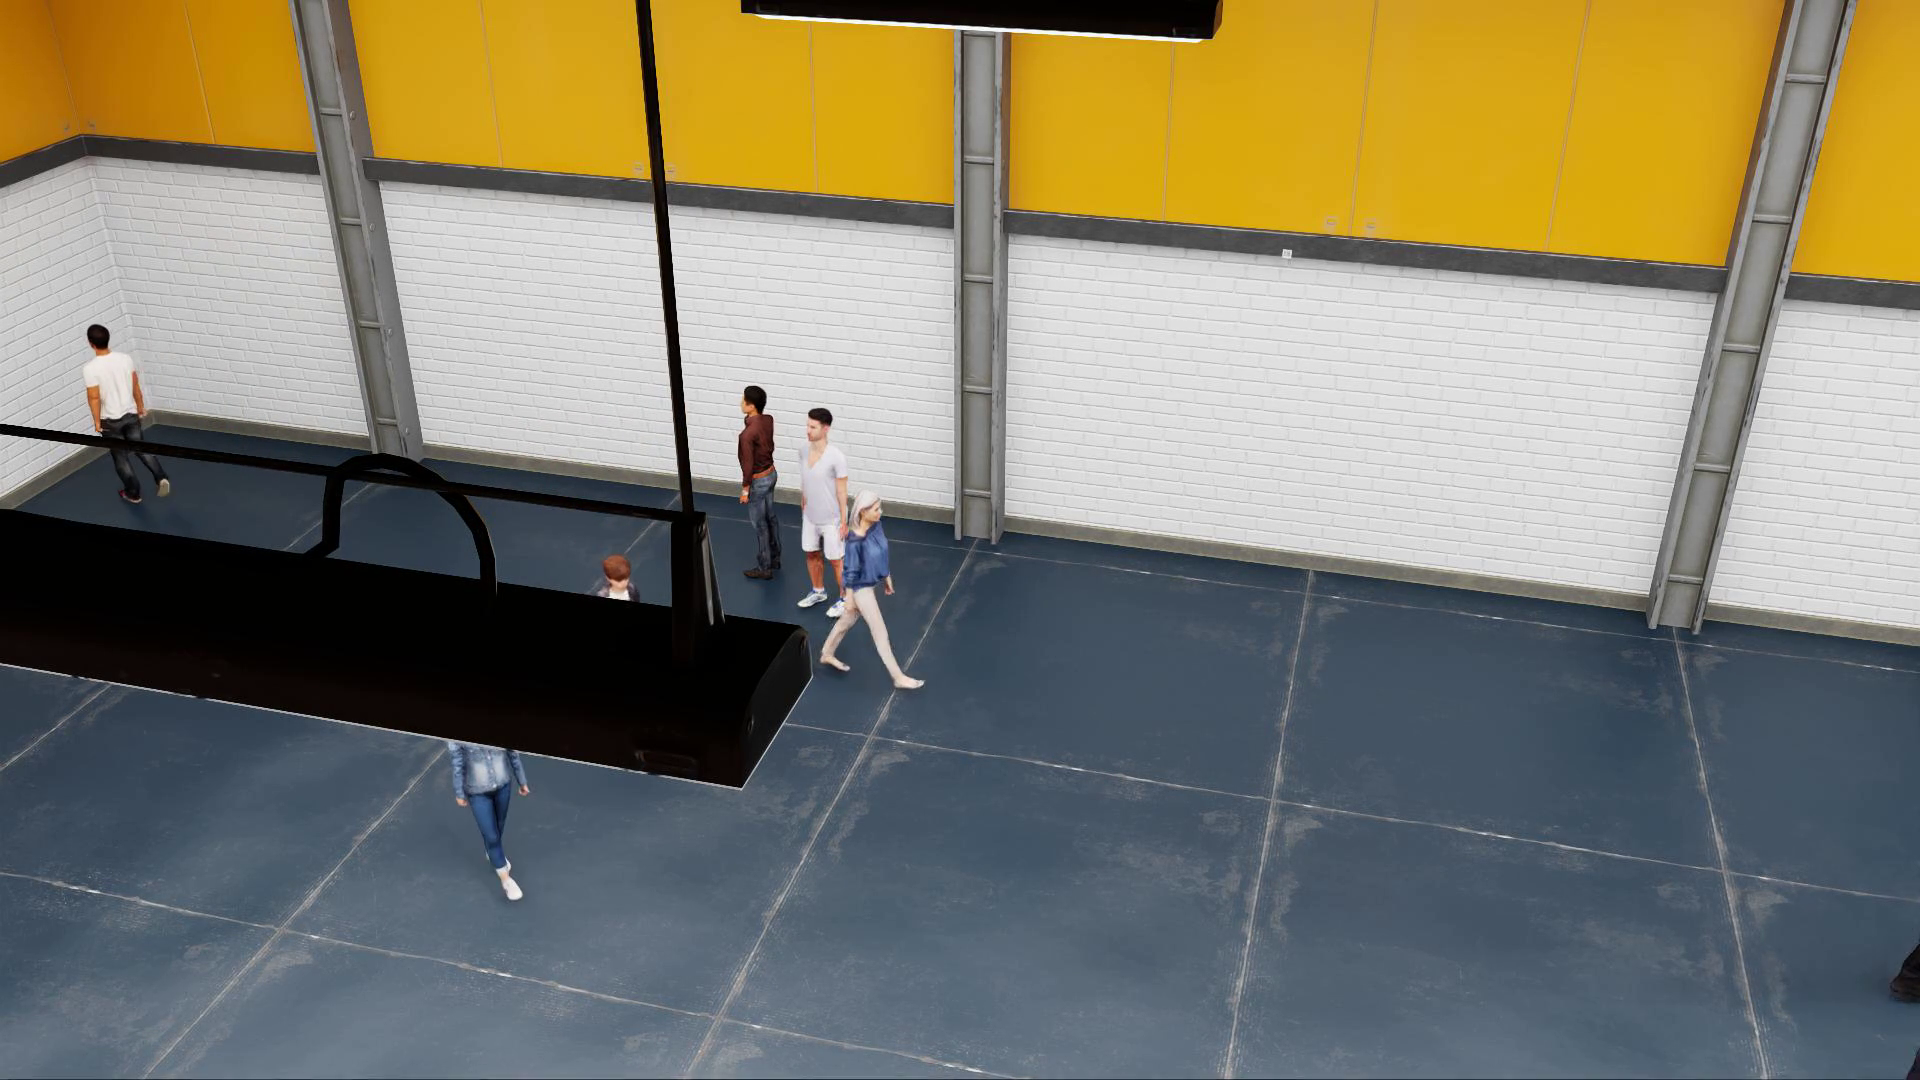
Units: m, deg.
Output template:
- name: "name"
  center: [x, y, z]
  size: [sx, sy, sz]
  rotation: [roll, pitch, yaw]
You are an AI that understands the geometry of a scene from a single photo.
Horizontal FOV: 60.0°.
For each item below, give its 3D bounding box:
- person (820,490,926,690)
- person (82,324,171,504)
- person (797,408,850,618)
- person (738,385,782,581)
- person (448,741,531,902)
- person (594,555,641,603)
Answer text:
- name: "person"
  center: [-0.822, 0.376, 12.813]
  size: [1.158, 1.644, 0.672]
  rotation: [10, 30, 17]
- name: "person"
  center: [-7.755, -1.129, 15.420]
  size: [0.990, 1.790, 0.807]
  rotation: [17, 33, 28]
- name: "person"
  center: [-1.090, -0.237, 13.712]
  size: [0.693, 1.848, 0.843]
  rotation: [22, 36, 35]
- name: "person"
  center: [-1.709, -0.503, 14.269]
  size: [0.555, 1.782, 0.666]
  rotation: [11, 30, 19]
- name: "person"
  center: [-3.083, 1.570, 10.805]
  size: [0.850, 1.461, 0.953]
  rotation: [-21, 35, -34]
- name: "person"
  center: [-2.546, 0.721, 12.387]
  size: [0.659, 1.436, 0.719]
  rotation: [-15, 32, -26]
